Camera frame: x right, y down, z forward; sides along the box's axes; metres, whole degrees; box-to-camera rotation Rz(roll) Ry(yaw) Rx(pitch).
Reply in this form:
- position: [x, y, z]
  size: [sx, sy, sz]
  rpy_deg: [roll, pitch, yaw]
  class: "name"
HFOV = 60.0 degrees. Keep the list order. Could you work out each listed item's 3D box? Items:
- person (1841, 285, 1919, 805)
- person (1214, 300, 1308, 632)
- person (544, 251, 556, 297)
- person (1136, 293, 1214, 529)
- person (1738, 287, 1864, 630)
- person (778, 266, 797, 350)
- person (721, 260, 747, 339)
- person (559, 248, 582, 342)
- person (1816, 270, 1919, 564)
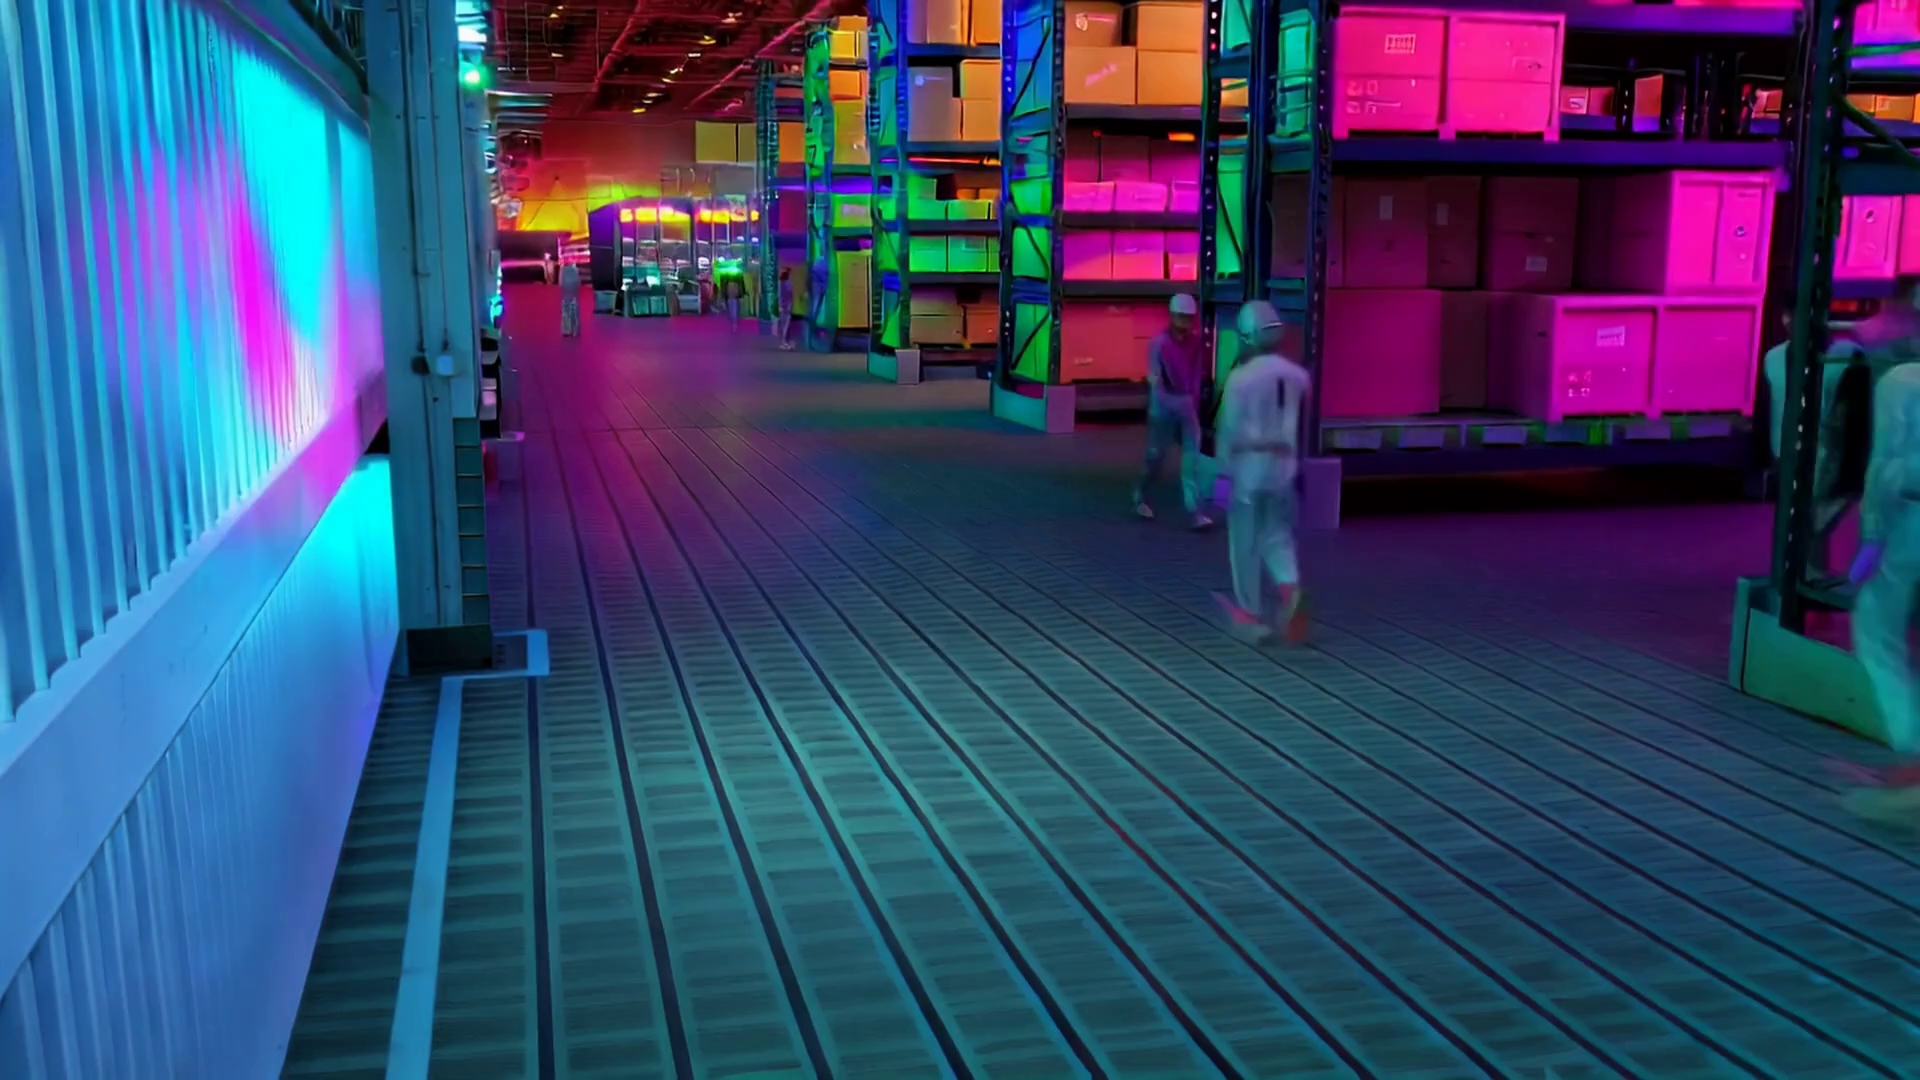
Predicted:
- position: [3.476, 0.004, 5.901]
  size: [0.645, 1.975, 0.485]
  rpy_deg: [-2, 10, -11]
  class: "person"
- position: [1.552, -0.375, 8.700]
  size: [0.584, 1.740, 0.381]
  rpy_deg: [-7, 12, -35]
  class: "person"
- position: [-16.357, -10.588, 66.293]
  size: [0.403, 1.834, 0.580]
  rpy_deg: [3, 10, 16]
  class: "person"
- position: [1.571, -0.959, 12.170]
  size: [0.486, 1.695, 0.935]
  rpy_deg: [-3, 11, -18]
  class: "person"
- position: [4.259, -0.388, 8.593]
  size: [0.840, 1.807, 0.585]
  rpy_deg: [-3, 11, -19]
  class: "person"
- position: [-3.406, -4.550, 32.641]
  size: [0.307, 1.644, 0.514]
  rpy_deg: [-5, 11, -25]
  class: "person"
- position: [-4.993, -5.296, 36.640]
  size: [0.535, 1.729, 0.883]
  rpy_deg: [-3, 10, -17]
  class: "person"
- position: [-8.262, -5.186, 35.243]
  size: [0.611, 1.995, 0.375]
  rpy_deg: [7, 12, 33]
  class: "person"
- position: [5.681, -0.711, 10.232]
  size: [0.724, 1.884, 0.639]
  rpy_deg: [-3, 11, -18]
  class: "person"
